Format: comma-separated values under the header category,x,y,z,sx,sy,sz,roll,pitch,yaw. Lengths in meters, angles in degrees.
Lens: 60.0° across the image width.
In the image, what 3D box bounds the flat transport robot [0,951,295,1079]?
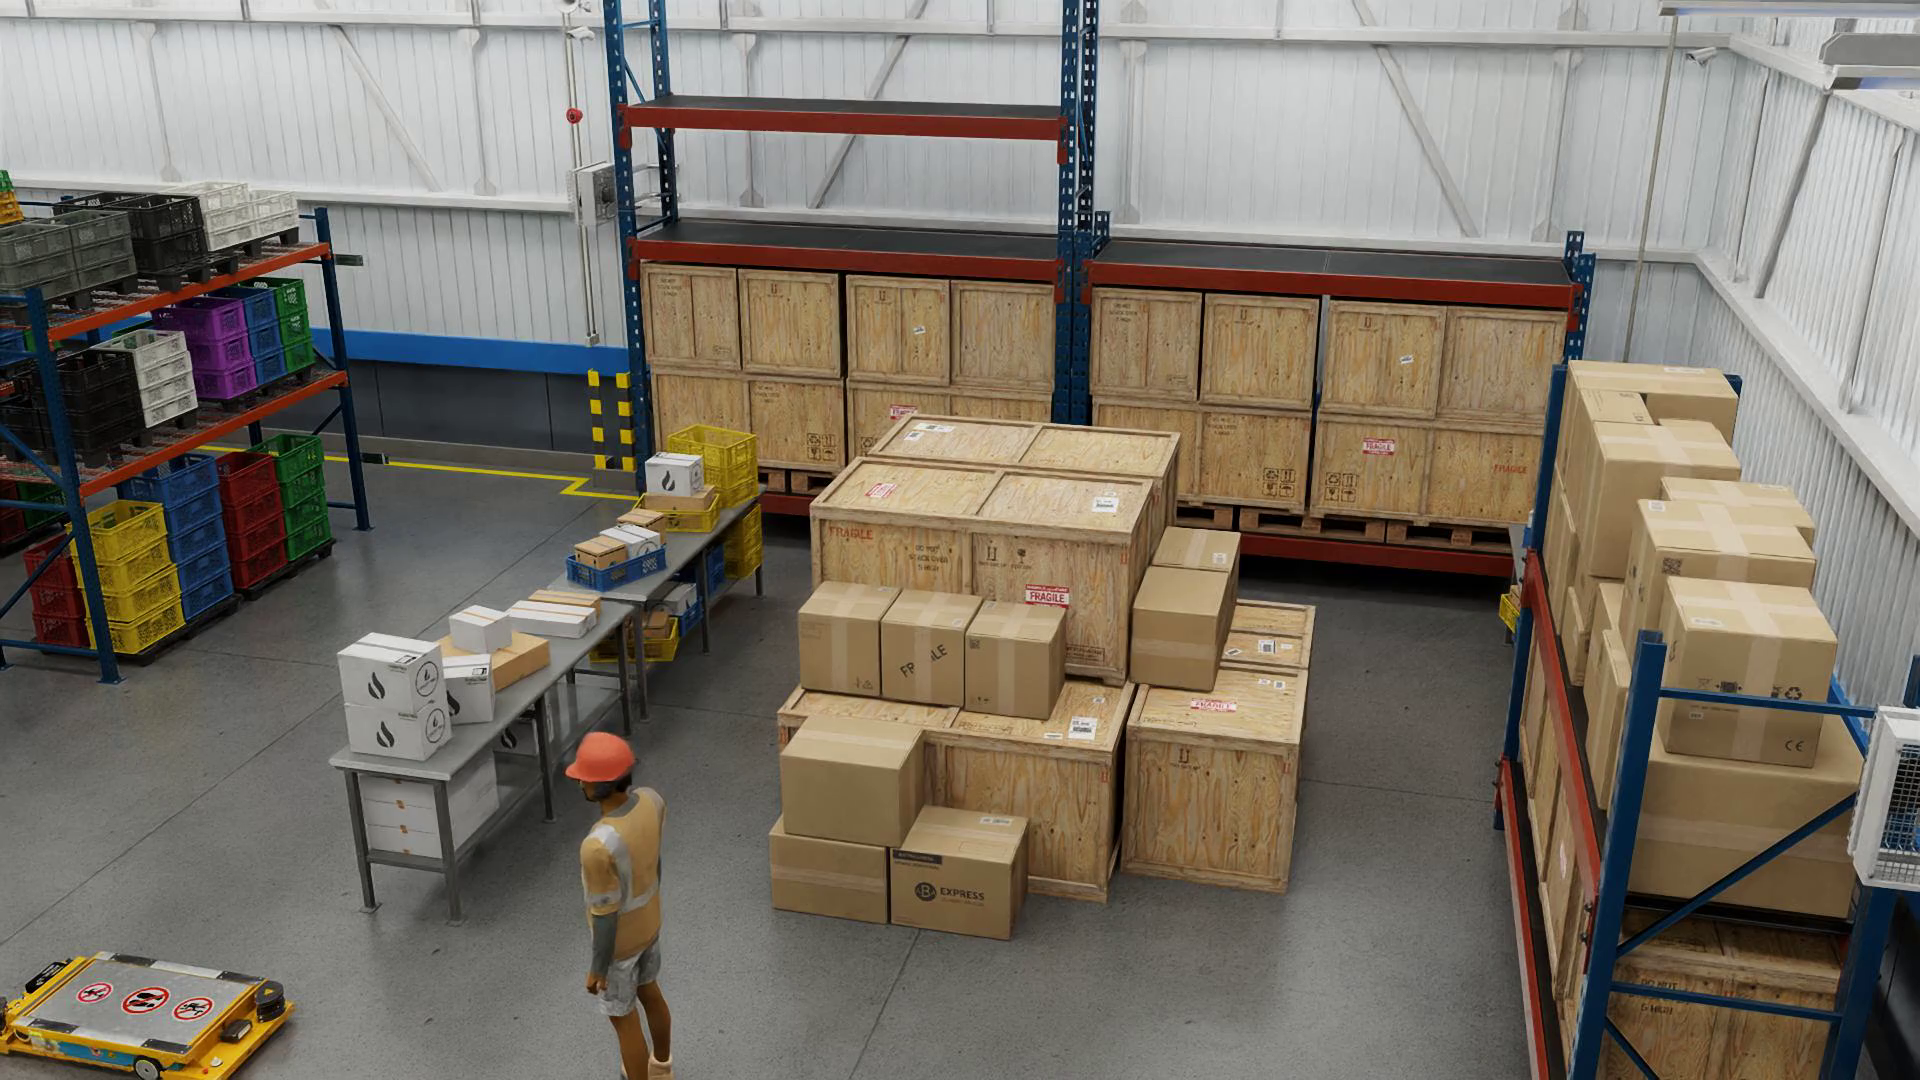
category,x,y,z,sx,sy,sz,roll,pitch,yaw
flat transport robot,-4.270,2.464,8.601,1.431,0.231,0.659,5,22,13

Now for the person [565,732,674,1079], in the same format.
category,x,y,z,sx,sy,sz,roll,pitch,yaw
person,-1.596,1.824,7.795,0.381,2.040,0.615,6,22,15
